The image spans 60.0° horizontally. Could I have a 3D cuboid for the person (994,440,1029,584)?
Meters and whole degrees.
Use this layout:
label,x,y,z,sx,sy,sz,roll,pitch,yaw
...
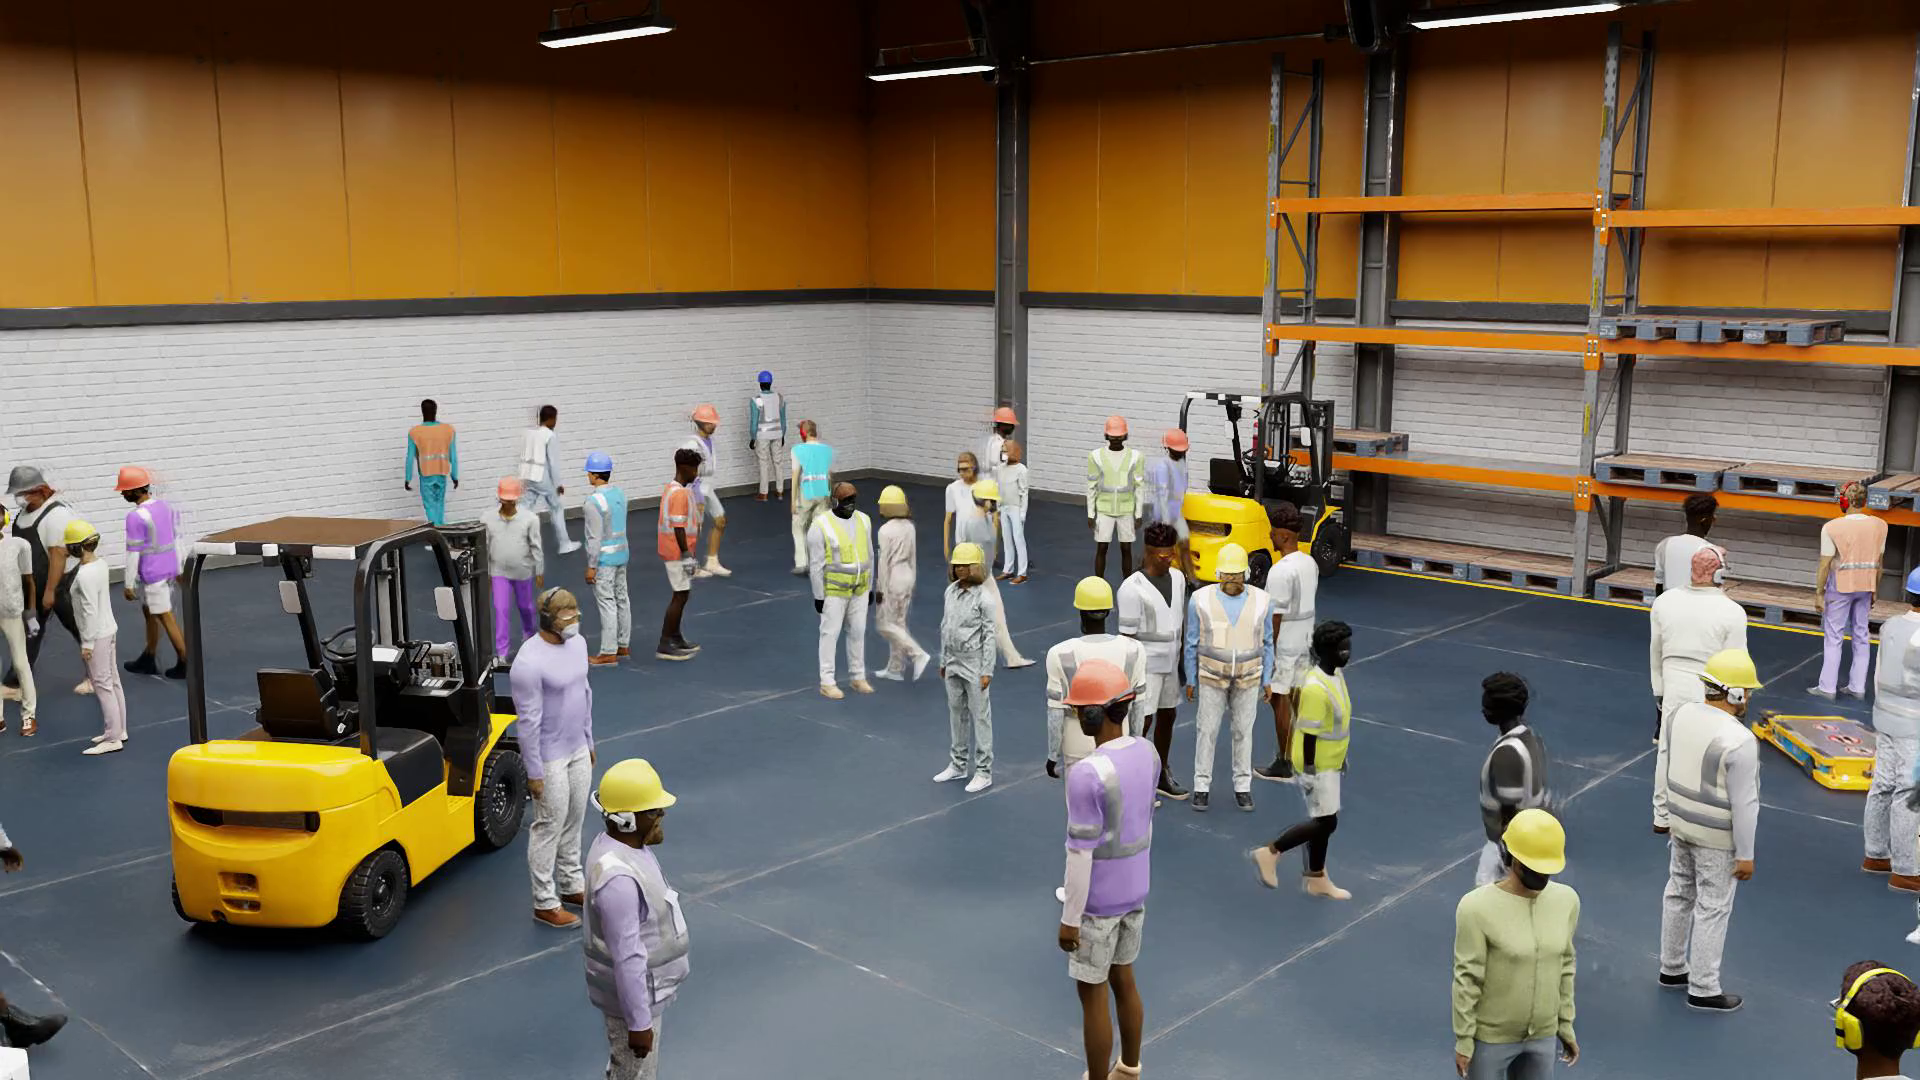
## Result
label,x,y,z,sx,sy,sz,roll,pitch,yaw
person,0.585,-0.320,18.758,0.278,1.628,0.505,-8,13,-37

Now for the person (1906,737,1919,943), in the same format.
label,x,y,z,sx,sy,sz,roll,pitch,yaw
person,5.354,1.408,8.952,0.359,1.610,0.535,-2,10,-9

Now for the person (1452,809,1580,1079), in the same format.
label,x,y,z,sx,sy,sz,roll,pitch,yaw
person,2.054,1.829,6.137,0.524,1.759,0.328,-3,10,-17

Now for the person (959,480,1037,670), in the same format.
label,x,y,z,sx,sy,sz,roll,pitch,yaw
person,0.257,0.342,14.692,0.870,1.728,0.529,5,11,25

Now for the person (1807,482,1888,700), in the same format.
label,x,y,z,sx,sy,sz,roll,pitch,yaw
person,7.402,0.437,13.850,0.560,1.836,0.394,-1,10,-6

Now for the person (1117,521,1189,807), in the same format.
label,x,y,z,sx,sy,sz,roll,pitch,yaw
person,1.316,0.832,11.258,0.621,1.953,0.379,-9,14,-42

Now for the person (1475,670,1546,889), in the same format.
label,x,y,z,sx,sy,sz,roll,pitch,yaw
person,2.792,1.480,8.321,0.431,1.678,0.555,5,11,25

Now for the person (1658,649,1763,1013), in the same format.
label,x,y,z,sx,sy,sz,roll,pitch,yaw
person,3.719,1.430,8.238,0.403,1.821,0.600,-2,10,-13

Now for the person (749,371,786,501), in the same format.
label,x,y,z,sx,sy,sz,roll,pitch,yaw
person,-2.871,-1.551,24.837,0.602,1.949,0.390,-7,12,-35

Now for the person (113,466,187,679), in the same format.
label,x,y,z,sx,sy,sz,roll,pitch,yaw
person,-7.101,0.296,14.459,0.863,1.896,0.574,1,10,5

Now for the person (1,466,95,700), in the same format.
label,x,y,z,sx,sy,sz,roll,pitch,yaw
person,-7.648,0.338,13.818,0.707,2.000,1.000,6,12,30

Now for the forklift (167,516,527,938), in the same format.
label,x,y,z,sx,sy,sz,roll,pitch,yaw
forklift,-3.583,0.976,9.748,1.214,2.155,2.313,2,10,11

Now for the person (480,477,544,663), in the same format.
label,x,y,z,sx,sy,sz,roll,pitch,yaw
person,-4.110,0.245,15.302,0.566,1.711,0.851,-1,10,-6

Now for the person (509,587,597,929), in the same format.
label,x,y,z,sx,sy,sz,roll,pitch,yaw
person,-2.237,1.199,9.252,0.380,1.929,0.636,3,10,18

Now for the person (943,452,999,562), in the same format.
label,x,y,z,sx,sy,sz,roll,pitch,yaw
person,0.095,0.050,16.105,0.535,1.808,0.801,2,10,10

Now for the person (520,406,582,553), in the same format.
label,x,y,z,sx,sy,sz,roll,pitch,yaw
person,-5.080,-0.708,20.361,0.599,1.838,1.011,7,12,36

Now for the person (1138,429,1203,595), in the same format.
label,x,y,z,sx,sy,sz,roll,pitch,yaw
person,2.267,-0.291,17.942,1.012,1.862,0.613,8,13,38

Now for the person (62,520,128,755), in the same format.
label,x,y,z,sx,sy,sz,roll,pitch,yaw
person,-6.481,0.721,12.430,0.322,1.764,0.533,-3,10,-15

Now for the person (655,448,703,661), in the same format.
label,x,y,z,sx,sy,sz,roll,pitch,yaw
person,-2.608,0.123,15.313,0.541,1.945,0.707,-3,10,-14

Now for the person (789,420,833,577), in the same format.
label,x,y,z,sx,sy,sz,roll,pitch,yaw
person,-1.721,-0.468,19.059,0.600,1.804,0.597,-7,12,-36

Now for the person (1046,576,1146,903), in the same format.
label,x,y,z,sx,sy,sz,roll,pitch,yaw
person,0.763,1.157,9.473,0.586,1.930,0.360,-2,10,-13

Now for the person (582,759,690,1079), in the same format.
label,x,y,z,sx,sy,sz,roll,pitch,yaw
person,-1.249,1.736,6.455,0.404,1.833,0.590,-2,10,-13

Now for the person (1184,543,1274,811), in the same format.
label,x,y,z,sx,sy,sz,roll,pitch,yaw
person,1.801,0.915,11.126,0.599,1.830,0.403,0,10,2

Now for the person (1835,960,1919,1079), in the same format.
label,x,y,z,sx,sy,sz,roll,pitch,yaw
person,2.443,2.059,4.547,0.510,1.861,0.324,-2,10,-11

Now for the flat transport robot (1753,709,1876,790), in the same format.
label,x,y,z,sx,sy,sz,roll,pitch,yaw
flat transport robot,6.394,1.520,12.126,0.652,0.197,1.431,1,10,5

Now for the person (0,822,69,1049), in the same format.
label,x,y,z,sx,sy,sz,roll,pitch,yaw
person,-4.710,1.480,7.753,0.982,1.882,0.563,0,10,-2

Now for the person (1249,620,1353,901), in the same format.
label,x,y,z,sx,sy,sz,roll,pitch,yaw
person,2.006,1.268,9.570,0.479,1.678,0.532,4,11,21

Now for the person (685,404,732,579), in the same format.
label,x,y,z,sx,sy,sz,roll,pitch,yaw
person,-2.859,-0.537,18.848,0.681,2.014,0.656,3,10,16

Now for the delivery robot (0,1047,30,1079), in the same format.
label,x,y,z,sx,sy,sz,roll,pitch,yaw
delivery robot,-4.105,2.287,6.685,0.477,0.478,0.707,2,10,11

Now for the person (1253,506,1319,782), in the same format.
label,x,y,z,sx,sy,sz,roll,pitch,yaw
person,2.328,0.730,11.849,0.370,1.955,0.605,7,12,35

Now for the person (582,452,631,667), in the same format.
label,x,y,z,sx,sy,sz,roll,pitch,yaw
person,-3.203,0.172,15.024,0.399,1.949,0.605,3,10,18

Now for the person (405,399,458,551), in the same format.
label,x,y,z,sx,sy,sz,roll,pitch,yaw
person,-6.604,-0.812,20.760,0.627,1.904,0.533,-7,12,-35

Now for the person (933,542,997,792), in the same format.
label,x,y,z,sx,sy,sz,roll,pitch,yaw
person,0.040,0.874,11.604,0.282,1.746,0.493,-9,14,-43

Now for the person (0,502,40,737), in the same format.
label,x,y,z,sx,sy,sz,roll,pitch,yaw
person,-7.393,0.599,12.815,0.532,1.873,0.321,-2,10,-11

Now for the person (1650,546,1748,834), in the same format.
label,x,y,z,sx,sy,sz,roll,pitch,yaw
person,4.698,0.979,10.555,0.407,1.908,0.641,-7,12,-34

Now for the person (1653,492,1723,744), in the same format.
label,x,y,z,sx,sy,sz,roll,pitch,yaw
person,5.470,0.613,12.462,0.368,1.967,0.602,-4,11,-23

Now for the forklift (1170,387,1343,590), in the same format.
label,x,y,z,sx,sy,sz,roll,pitch,yaw
forklift,3.298,-0.608,18.767,1.214,2.155,2.313,9,13,42

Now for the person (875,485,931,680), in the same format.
label,x,y,z,sx,sy,sz,roll,pitch,yaw
person,-0.514,0.391,14.389,0.532,1.727,0.503,6,12,30

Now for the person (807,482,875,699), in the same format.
label,x,y,z,sx,sy,sz,roll,pitch,yaw
person,-0.978,0.418,13.973,0.619,1.835,0.431,-8,13,-39

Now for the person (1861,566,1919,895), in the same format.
label,x,y,z,sx,sy,sz,roll,pitch,yaw
person,5.597,1.093,9.780,0.402,1.949,0.605,0,10,2

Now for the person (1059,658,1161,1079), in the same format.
label,x,y,z,sx,sy,sz,roll,pitch,yaw
person,0.609,1.511,7.179,0.412,2.033,0.613,7,12,35

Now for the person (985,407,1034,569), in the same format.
label,x,y,z,sx,sy,sz,roll,pitch,yaw
person,0.581,-0.599,19.532,0.773,1.909,0.545,-1,10,-5

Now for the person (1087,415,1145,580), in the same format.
label,x,y,z,sx,sy,sz,roll,pitch,yaw
person,1.639,-0.313,17.572,0.602,2.032,0.412,1,10,5
